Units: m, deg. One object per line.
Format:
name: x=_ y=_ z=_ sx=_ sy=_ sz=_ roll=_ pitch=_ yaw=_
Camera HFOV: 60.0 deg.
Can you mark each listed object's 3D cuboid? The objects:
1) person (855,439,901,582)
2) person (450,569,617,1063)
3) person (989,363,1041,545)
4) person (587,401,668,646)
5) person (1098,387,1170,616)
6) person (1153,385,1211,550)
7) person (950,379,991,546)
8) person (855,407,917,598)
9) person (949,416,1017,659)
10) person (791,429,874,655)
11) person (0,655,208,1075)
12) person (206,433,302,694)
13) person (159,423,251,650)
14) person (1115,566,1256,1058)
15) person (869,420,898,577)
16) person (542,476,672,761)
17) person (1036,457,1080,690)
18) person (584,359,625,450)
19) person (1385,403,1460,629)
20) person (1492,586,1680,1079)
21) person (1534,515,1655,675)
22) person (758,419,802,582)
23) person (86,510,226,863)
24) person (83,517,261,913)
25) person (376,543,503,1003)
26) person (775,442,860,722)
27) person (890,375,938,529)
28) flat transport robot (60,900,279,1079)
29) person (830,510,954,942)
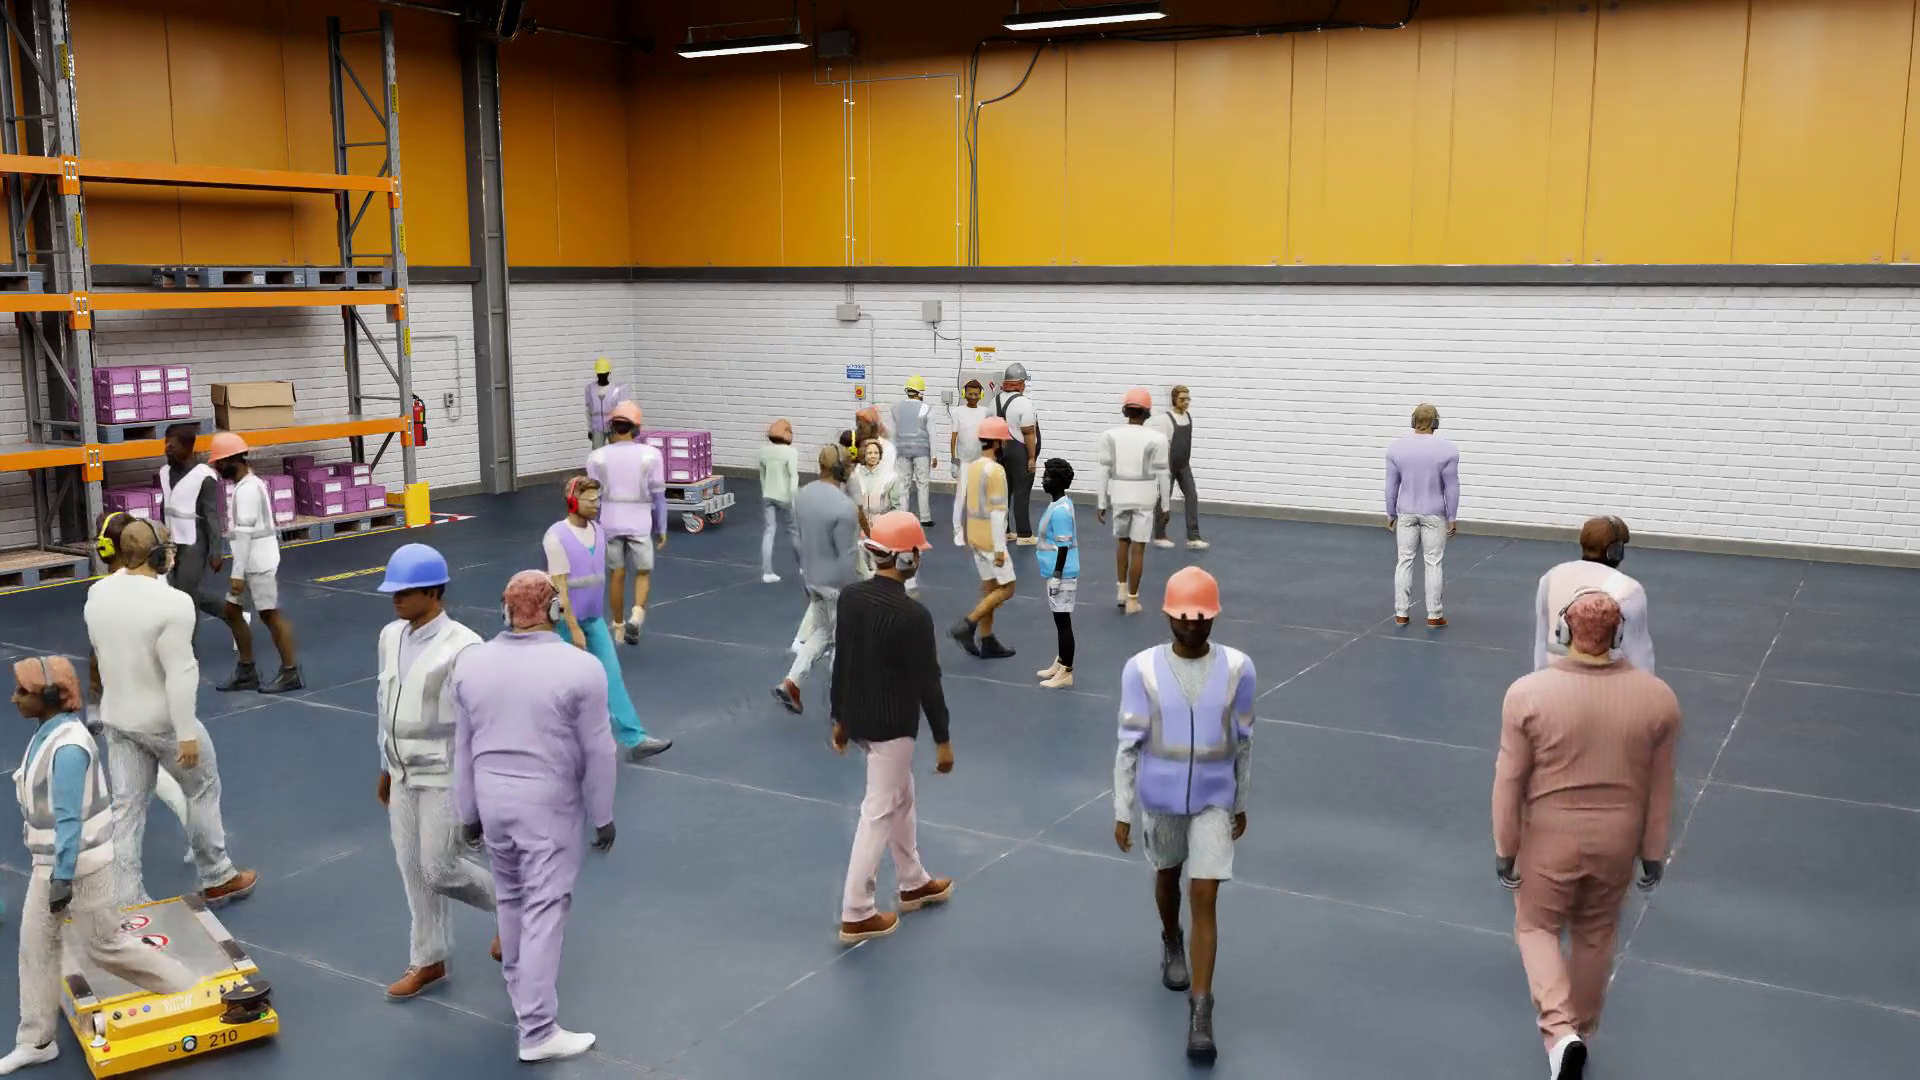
person: x=-0.757 y=-0.045 z=14.141 sx=0.514 sy=1.645 sz=0.309 roll=1 pitch=9 yaw=6
person: x=-1.663 y=1.062 z=6.553 sx=0.659 sy=1.872 sz=0.653 roll=3 pitch=10 yaw=17
person: x=0.656 y=-0.969 z=18.667 sx=0.538 sy=2.000 sz=0.685 roll=-7 pitch=12 yaw=-39
person: x=-2.669 y=-0.102 z=13.342 sx=0.636 sy=2.015 sz=0.700 roll=-1 pitch=9 yaw=-5
person: x=1.572 y=-0.346 z=14.808 sx=0.627 sy=2.023 sz=0.582 roll=4 pitch=10 yaw=23
person: x=2.424 y=-0.777 z=18.174 sx=0.533 sy=1.809 sz=0.826 roll=-7 pitch=12 yaw=-38
person: x=0.129 y=-0.863 z=18.563 sx=0.517 sy=1.865 sz=0.327 roll=-4 pitch=10 yaw=-24
person: x=-0.762 y=-0.291 z=15.133 sx=1.021 sy=1.831 sz=0.598 roll=-8 pitch=12 yaw=-40
person: x=0.201 y=0.001 z=12.971 sx=0.518 sy=1.923 sz=0.561 roll=-3 pitch=10 yaw=-21
person: x=-0.883 y=0.020 z=13.225 sx=1.033 sy=1.812 sz=0.490 roll=-2 pitch=9 yaw=-14
person: x=-3.331 y=1.214 z=6.372 sx=0.751 sy=1.612 sz=0.509 roll=-8 pitch=12 yaw=-41
person: x=-5.111 y=0.175 z=11.965 sx=0.645 sy=1.898 sz=0.605 roll=-4 pitch=10 yaw=-25
person: x=-5.912 y=0.031 z=12.880 sx=0.599 sy=1.899 sz=0.799 roll=7 pitch=11 yaw=35
person: x=0.909 y=1.028 z=6.720 sx=0.559 sy=1.886 sz=1.017 roll=1 pitch=9 yaw=4
person: x=-0.723 y=-0.414 z=16.538 sx=0.546 sy=1.609 sz=0.531 roll=-7 pitch=11 yaw=-37
person: x=-2.304 y=0.503 z=10.250 sx=0.983 sy=1.792 sz=0.572 roll=4 pitch=10 yaw=25
person: x=0.716 y=0.242 z=12.177 sx=0.319 sy=1.697 sz=0.533 roll=0 pitch=9 yaw=2
person: x=-4.869 y=-1.564 z=22.941 sx=0.603 sy=1.870 sz=1.014 roll=0 pitch=9 yaw=3
person: x=3.942 y=-0.201 z=14.210 sx=0.627 sy=1.934 sz=0.372 roll=5 pitch=10 yaw=27
person: x=2.300 y=1.116 z=6.143 sx=0.650 sy=1.887 sz=0.709 roll=1 pitch=9 yaw=4
person: x=3.201 y=0.786 z=8.399 sx=0.445 sy=1.830 sz=0.642 roll=-3 pitch=10 yaw=-21
person: x=-1.737 y=-0.402 z=16.481 sx=0.519 sy=1.587 sz=0.815 roll=5 pitch=11 yaw=30
person: x=-4.208 y=0.758 z=8.541 sx=0.909 sy=1.841 sz=0.527 roll=2 pitch=9 yaw=13
person: x=-3.696 y=0.833 z=7.816 sx=0.662 sy=1.910 sz=0.832 roll=4 pitch=10 yaw=21
person: x=-2.178 y=0.954 z=7.010 sx=0.612 sy=1.931 sz=0.574 roll=7 pitch=11 yaw=36
person: x=-0.903 y=0.297 z=11.146 sx=0.559 sy=1.916 sz=0.637 roll=-8 pitch=12 yaw=-40
person: x=-0.533 y=-1.042 z=19.772 sx=0.597 sy=1.831 sz=0.403 roll=4 pitch=10 yaw=22
flat transport robot: x=-3.376 y=1.797 z=6.913 sx=0.652 sy=0.197 sz=1.431 roll=-7 pitch=11 yaw=-37
person: x=-0.235 y=0.833 z=7.659 sx=0.880 sy=1.956 sz=0.648 roll=-7 pitch=12 yaw=-38
